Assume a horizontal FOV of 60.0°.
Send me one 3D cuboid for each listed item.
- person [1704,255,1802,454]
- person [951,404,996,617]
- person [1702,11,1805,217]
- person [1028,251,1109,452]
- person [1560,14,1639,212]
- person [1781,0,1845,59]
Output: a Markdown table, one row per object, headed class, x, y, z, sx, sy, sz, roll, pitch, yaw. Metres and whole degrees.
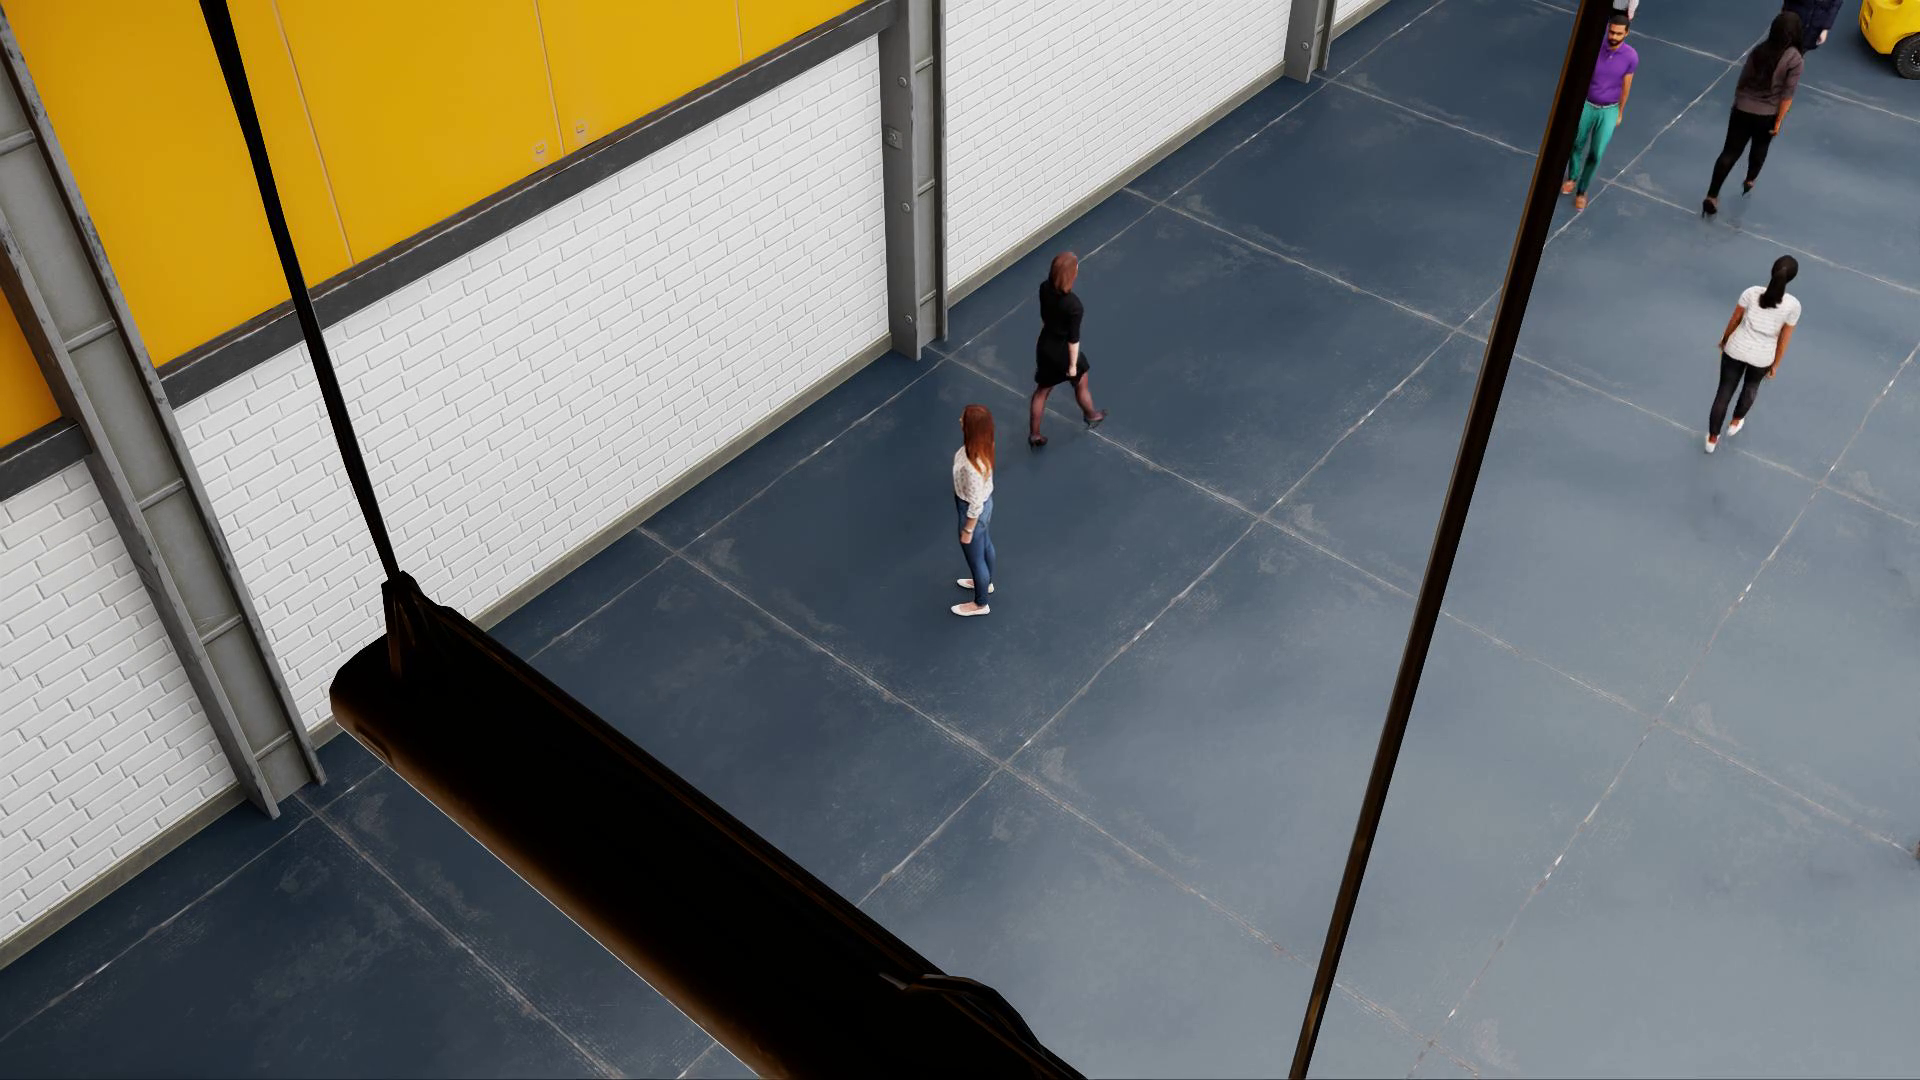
| class | x | y | z | sx | sy | sz | roll | pitch | yaw |
| --- | --- | --- | --- | --- | --- | --- | --- | --- | --- |
| person | 5.763 | -1.296 | 12.176 | 0.678 | 1.600 | 0.789 | 18 | 46 | 18 |
| person | 0.104 | -0.200 | 10.932 | 0.713 | 1.728 | 0.594 | 7 | 44 | 7 |
| person | 6.900 | -3.632 | 14.486 | 1.008 | 1.796 | 0.650 | -34 | 53 | -31 |
| person | 0.661 | -1.329 | 12.153 | 0.979 | 1.679 | 0.694 | -30 | 51 | -28 |
| person | 5.657 | -3.864 | 14.763 | 0.750 | 1.750 | 0.897 | 19 | 47 | 19 |
| person | 8.162 | -4.992 | 16.043 | 0.880 | 1.616 | 1.174 | 16 | 46 | 16 |
